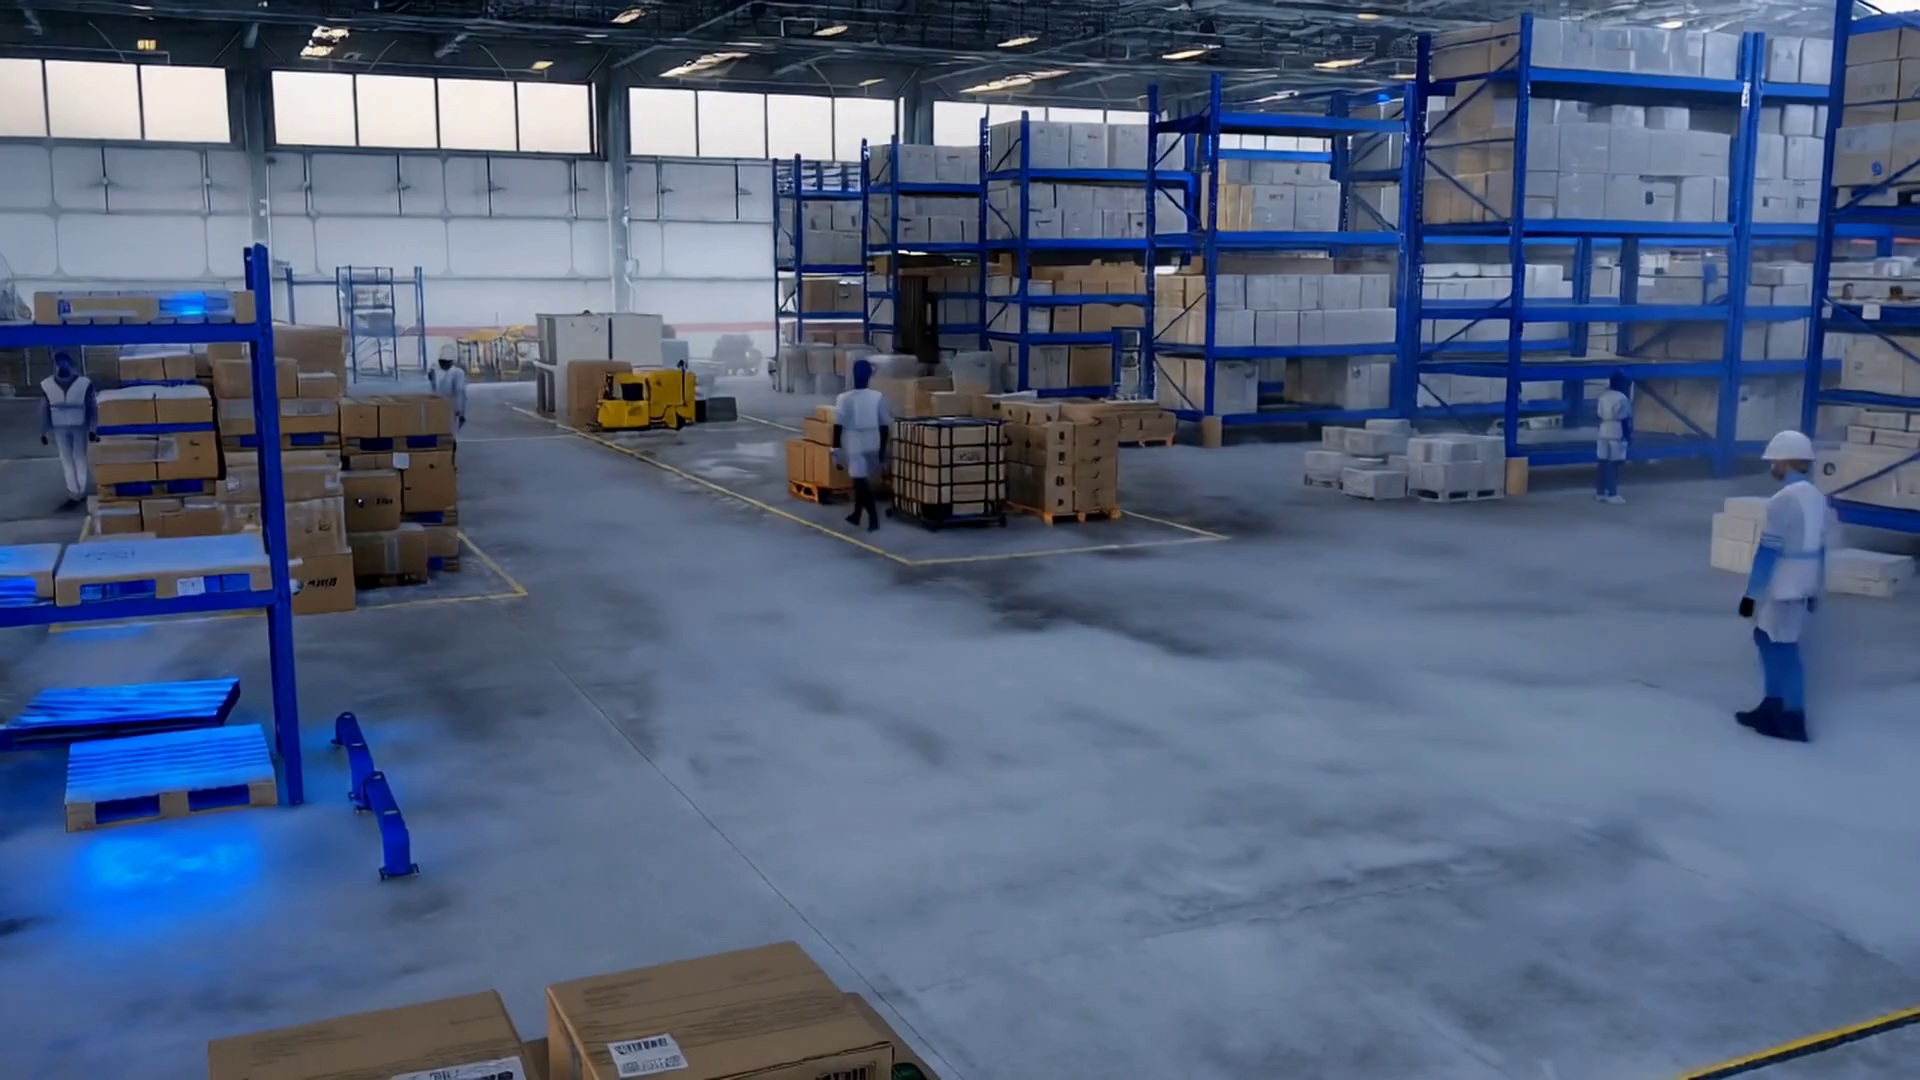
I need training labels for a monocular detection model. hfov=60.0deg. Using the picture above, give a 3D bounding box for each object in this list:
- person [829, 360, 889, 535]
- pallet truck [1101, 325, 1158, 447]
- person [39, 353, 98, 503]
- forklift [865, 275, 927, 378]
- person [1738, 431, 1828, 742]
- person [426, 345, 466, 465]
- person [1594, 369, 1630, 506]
[{"bbox_3d":[-1.069,-1.030,18.473,0.611,1.930,1.001,-6,11,-32],"label":"person"},{"bbox_3d":[2.881,-2.596,27.923,0.823,1.965,1.885,-1,9,-7],"label":"pallet truck"},{"bbox_3d":[-11.152,-1.388,20.776,0.623,1.877,0.959,-4,10,-22],"label":"person"},{"bbox_3d":[-1.054,-4.392,36.338,1.873,2.768,1.129,-4,10,-25],"label":"forklift"},{"bbox_3d":[5.052,0.279,10.332,0.563,1.913,0.634,-8,12,-40],"label":"person"},{"bbox_3d":[-7.279,-1.831,23.575,0.555,1.863,0.915,-1,9,-7],"label":"person"},{"bbox_3d":[8.125,-1.278,20.681,0.317,1.695,0.549,-3,10,-16],"label":"person"}]
